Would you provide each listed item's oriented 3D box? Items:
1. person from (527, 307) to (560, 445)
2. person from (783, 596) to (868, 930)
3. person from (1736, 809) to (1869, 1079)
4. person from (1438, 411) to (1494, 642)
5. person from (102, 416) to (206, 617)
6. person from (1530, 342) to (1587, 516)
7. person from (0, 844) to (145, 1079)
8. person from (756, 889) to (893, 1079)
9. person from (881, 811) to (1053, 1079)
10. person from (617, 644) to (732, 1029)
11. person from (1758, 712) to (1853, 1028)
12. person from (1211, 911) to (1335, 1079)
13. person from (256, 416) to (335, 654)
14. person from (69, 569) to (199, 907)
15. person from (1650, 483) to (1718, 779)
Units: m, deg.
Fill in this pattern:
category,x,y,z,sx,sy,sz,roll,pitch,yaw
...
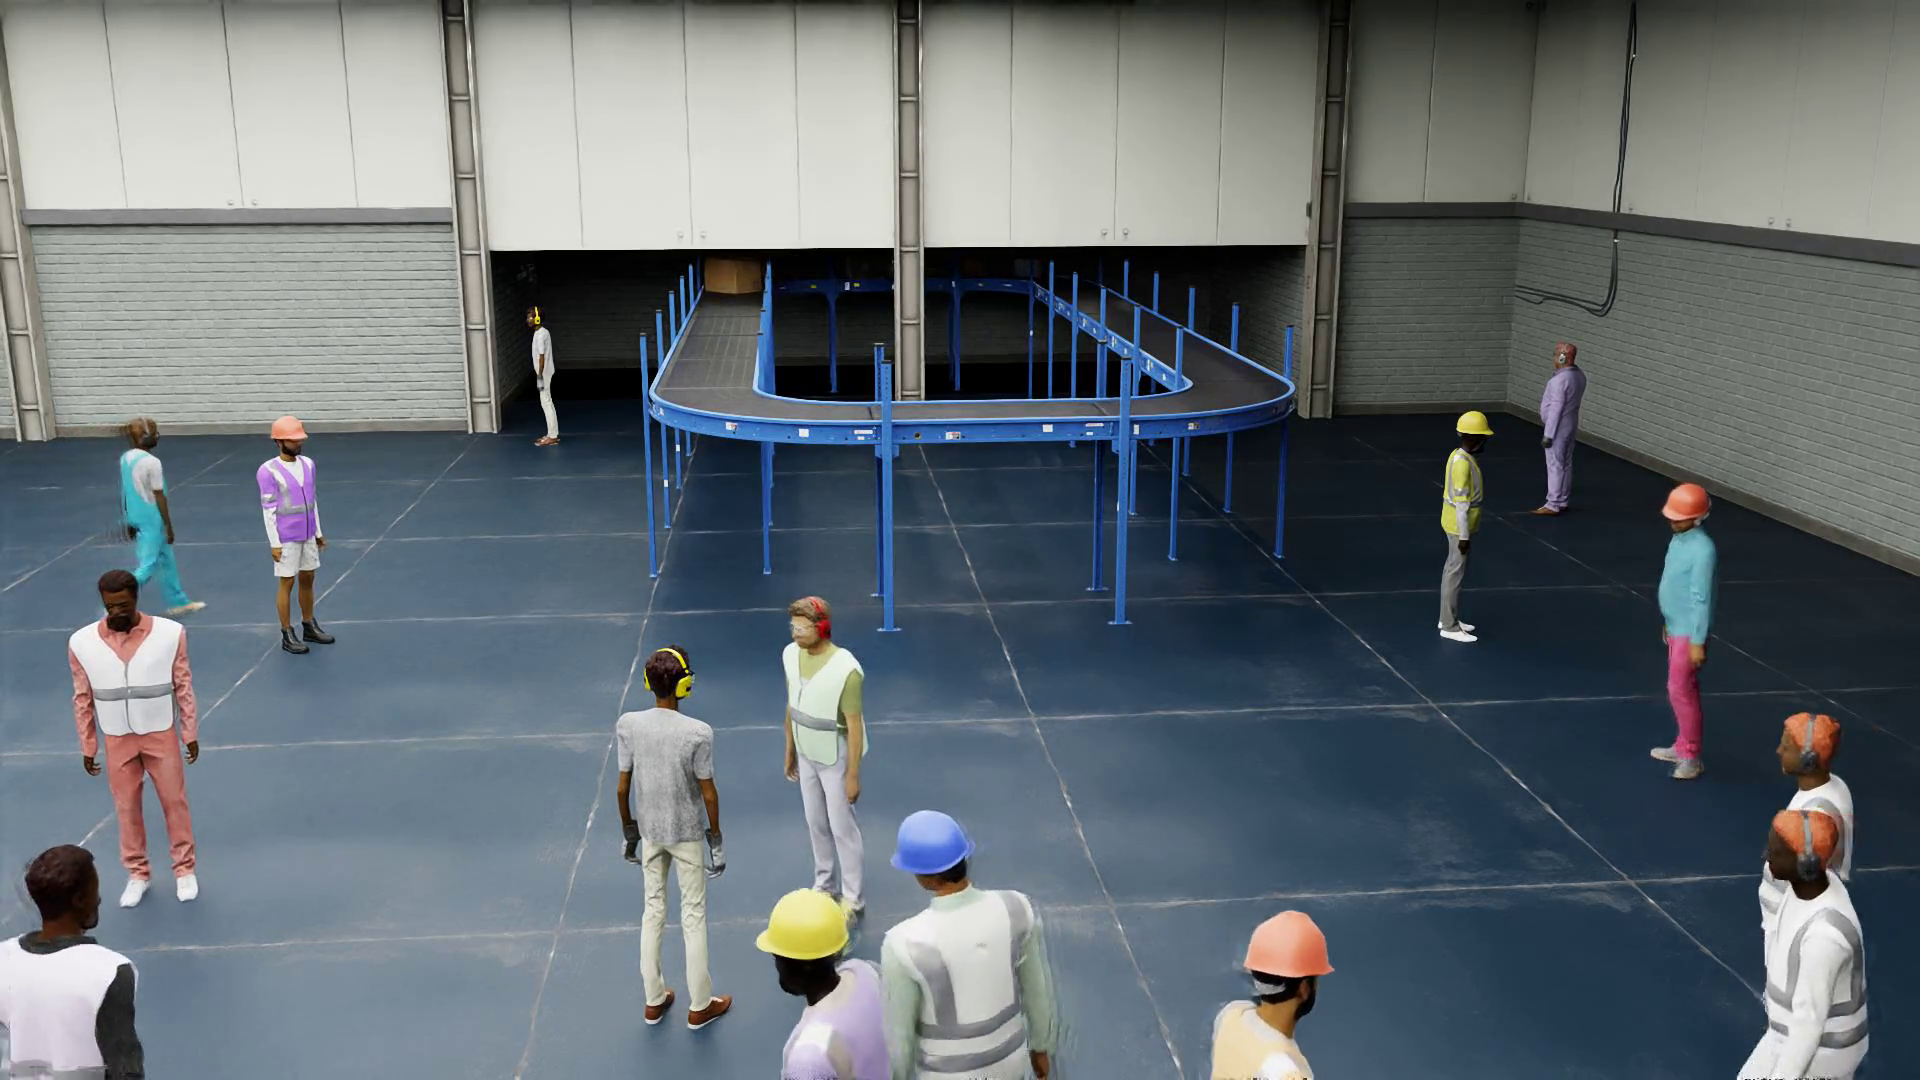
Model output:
category,x,y,z,sx,sy,sz,roll,pitch,yaw
person,-5.612,-2.211,22.370,0.331,1.862,0.505,-2,14,-10
person,-0.711,1.173,8.895,0.400,1.832,0.568,-12,19,-40
person,3.046,1.854,6.109,0.633,1.857,0.619,4,14,14
person,4.203,-0.122,13.875,0.367,1.927,0.587,4,14,14
person,-6.995,-0.149,14.230,0.520,1.817,0.905,10,17,35
person,6.582,-1.220,18.299,0.409,1.913,0.642,12,18,39
person,-2.927,1.927,5.706,0.606,1.901,0.646,5,15,18
person,-0.315,2.015,5.365,0.746,1.904,0.601,5,15,19
person,0.013,1.871,5.940,0.639,1.913,0.499,-10,17,-34
person,-1.363,1.406,7.881,0.535,1.868,0.309,4,15,15
person,3.528,1.624,6.993,0.347,1.885,0.586,9,16,31
person,0.955,2.069,5.153,0.435,1.907,0.547,-4,15,-17
person,-5.413,-0.052,13.565,0.347,1.942,0.544,6,15,23
person,-4.511,1.070,9.150,0.598,1.910,0.403,-5,15,-19
person,4.776,0.581,10.995,0.437,1.965,0.651,3,14,10
